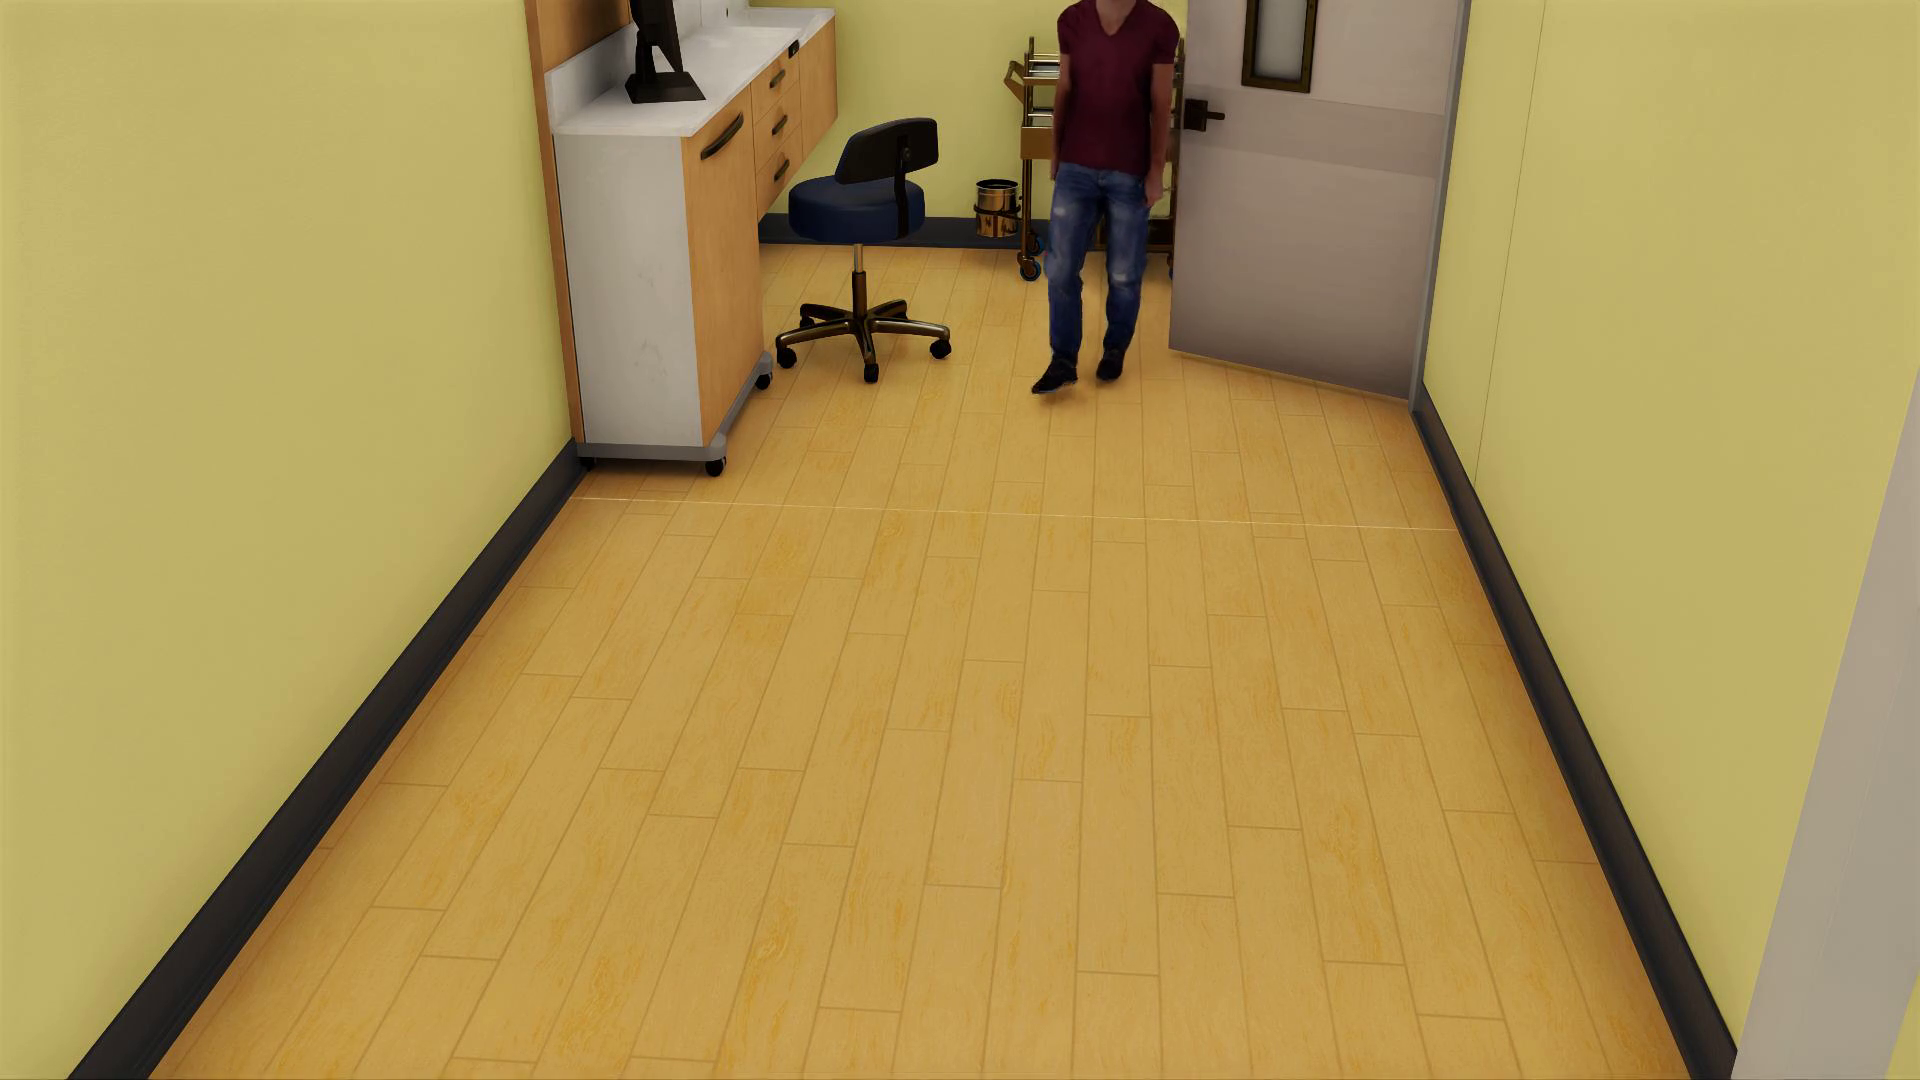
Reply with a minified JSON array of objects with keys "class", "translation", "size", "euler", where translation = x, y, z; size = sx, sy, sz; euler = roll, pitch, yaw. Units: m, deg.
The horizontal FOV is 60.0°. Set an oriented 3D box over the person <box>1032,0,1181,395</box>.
[{"class":"person","translation":[0.625,-1.520,6.689],"size":[0.887,1.821,0.888],"euler":[10,27,19]}]
